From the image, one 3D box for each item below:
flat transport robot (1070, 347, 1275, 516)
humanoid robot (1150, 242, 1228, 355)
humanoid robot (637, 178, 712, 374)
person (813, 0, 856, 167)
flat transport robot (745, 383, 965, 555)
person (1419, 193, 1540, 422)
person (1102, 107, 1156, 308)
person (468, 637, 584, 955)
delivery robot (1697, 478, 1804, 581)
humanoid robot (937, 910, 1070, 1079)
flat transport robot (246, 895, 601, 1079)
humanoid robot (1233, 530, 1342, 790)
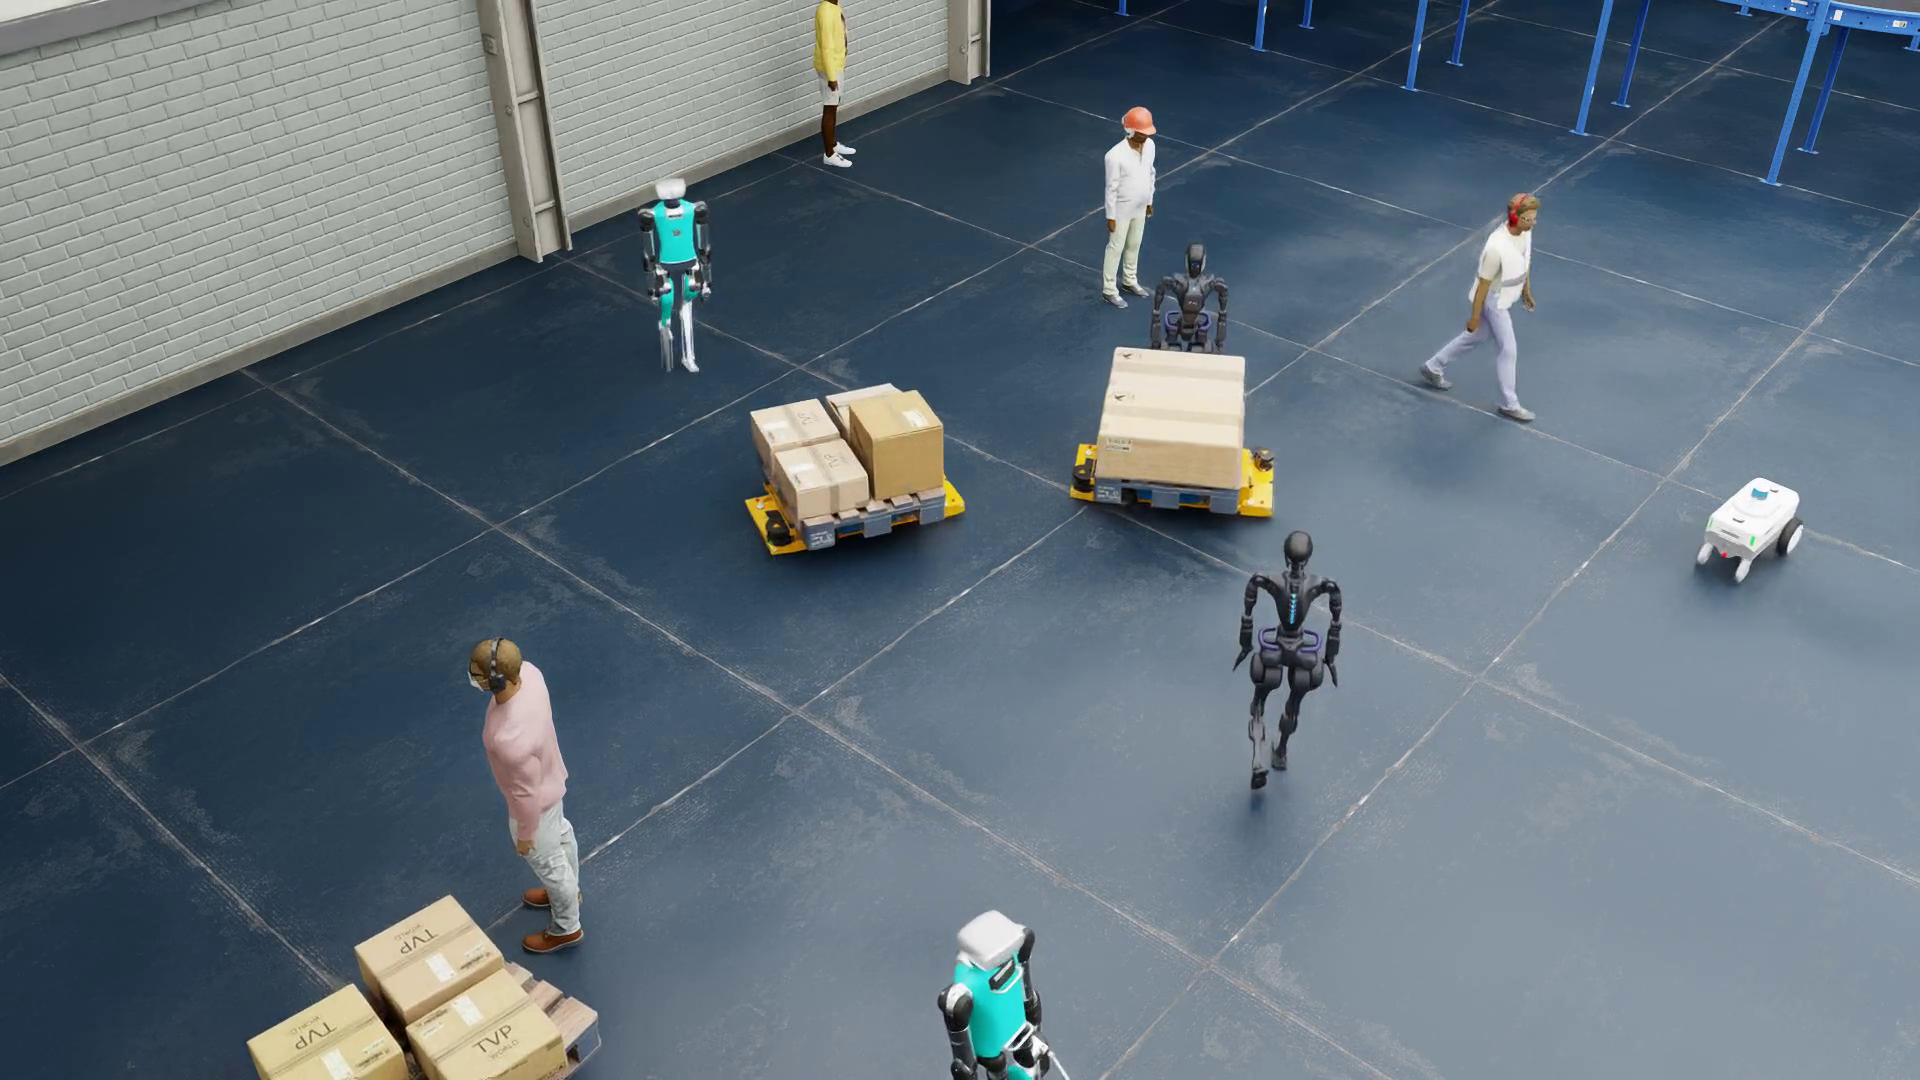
[{"bbox_3d":[1.545,-0.478,12.059,1.431,0.231,0.659,5,36,8],"label":"flat transport robot"},{"bbox_3d":[1.674,-1.456,12.219,0.603,1.636,0.474,1,35,2],"label":"humanoid robot"},{"bbox_3d":[-2.223,-2.018,13.054,0.530,1.895,0.762,-10,37,-14],"label":"humanoid robot"},{"bbox_3d":[-1.263,-4.700,16.583,0.382,1.900,0.544,4,36,6],"label":"person"},{"bbox_3d":[-0.748,-0.281,11.782,1.431,0.231,0.659,-13,38,-18],"label":"flat transport robot"},{"bbox_3d":[4.040,-1.816,12.621,0.949,1.803,0.571,20,40,26],"label":"person"},{"bbox_3d":[1.453,-2.825,14.082,0.564,1.744,0.349,-29,44,-34],"label":"person"},{"bbox_3d":[-2.119,1.254,8.189,0.379,1.940,0.627,-4,36,-6],"label":"person"},{"bbox_3d":[5.376,-0.122,11.301,0.767,0.581,0.499,-29,45,-34],"label":"delivery robot"},{"bbox_3d":[0.305,2.298,6.845,0.731,1.724,0.535,23,42,29],"label":"humanoid robot"},{"bbox_3d":[-2.459,2.588,7.753,1.431,0.231,0.659,21,41,27],"label":"flat transport robot"},{"bbox_3d":[1.821,0.690,9.213,0.583,1.634,0.569,6,36,8],"label":"humanoid robot"}]
